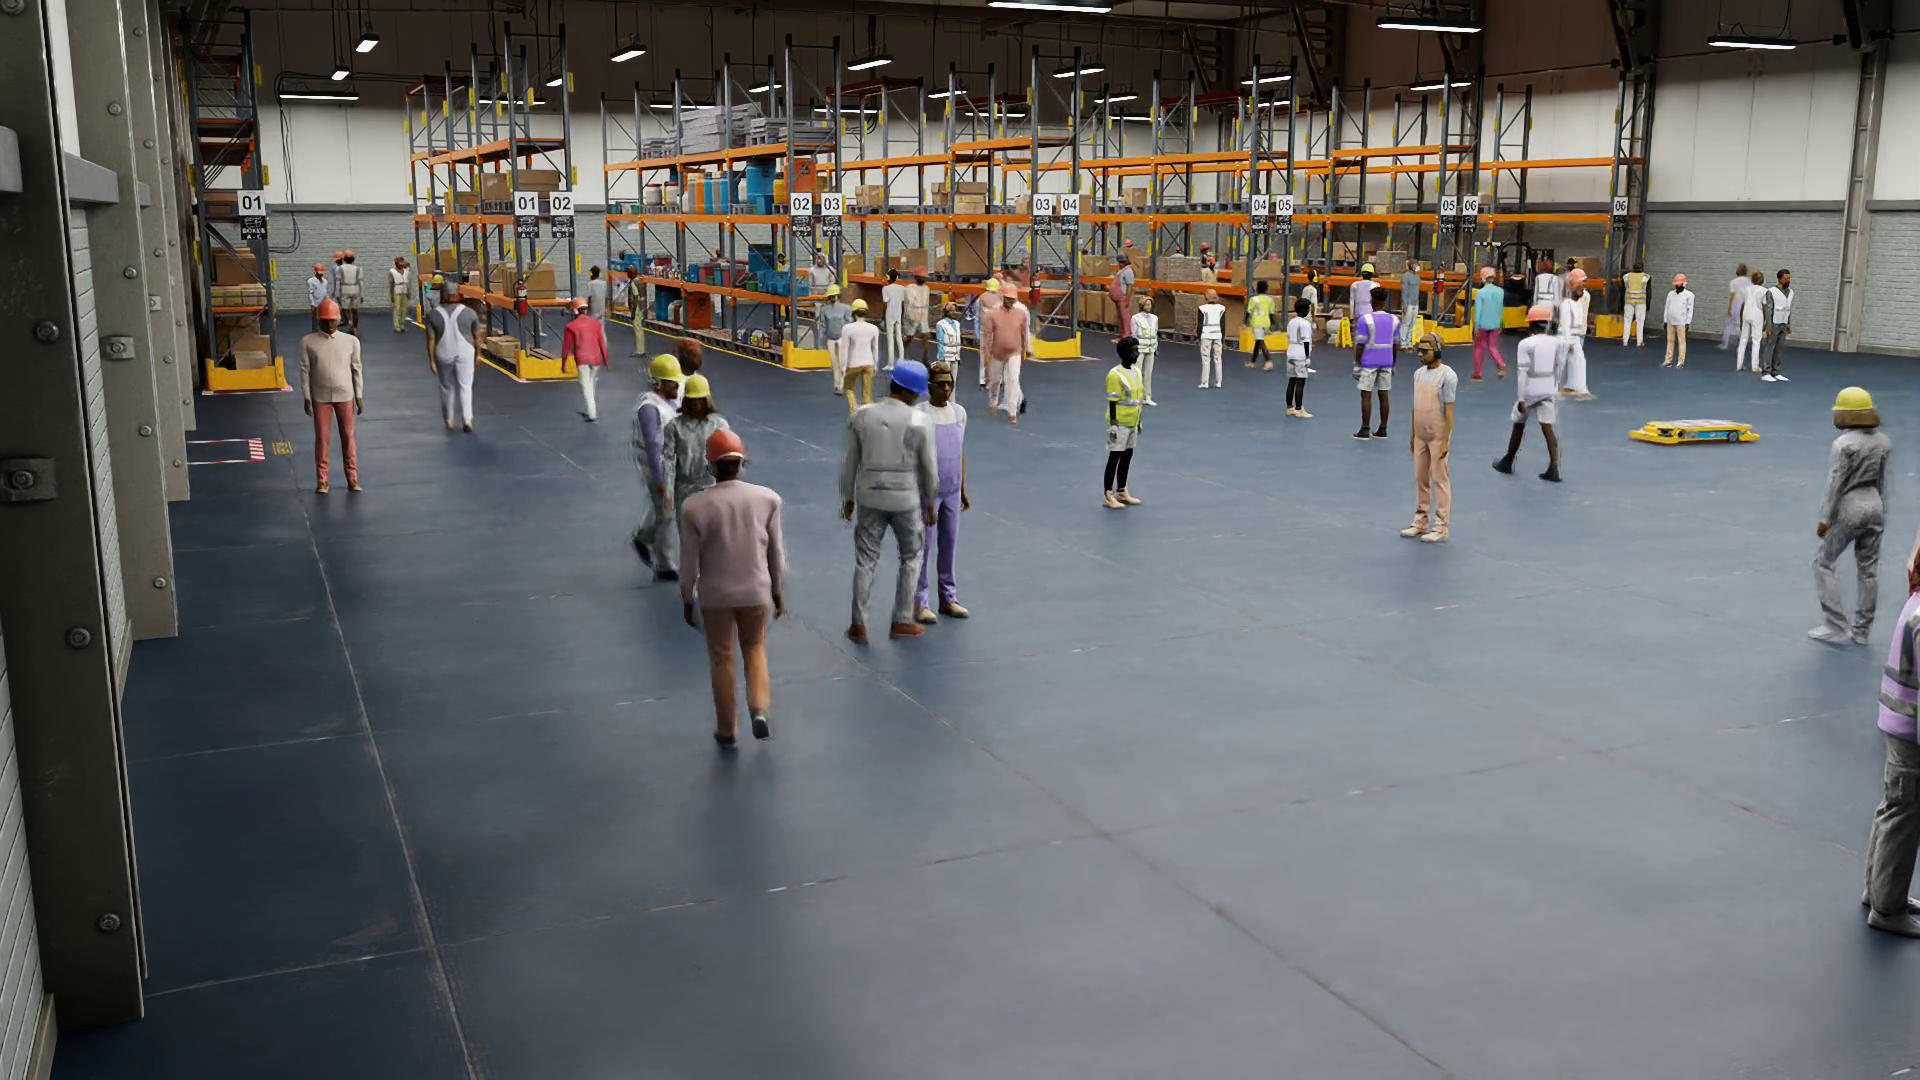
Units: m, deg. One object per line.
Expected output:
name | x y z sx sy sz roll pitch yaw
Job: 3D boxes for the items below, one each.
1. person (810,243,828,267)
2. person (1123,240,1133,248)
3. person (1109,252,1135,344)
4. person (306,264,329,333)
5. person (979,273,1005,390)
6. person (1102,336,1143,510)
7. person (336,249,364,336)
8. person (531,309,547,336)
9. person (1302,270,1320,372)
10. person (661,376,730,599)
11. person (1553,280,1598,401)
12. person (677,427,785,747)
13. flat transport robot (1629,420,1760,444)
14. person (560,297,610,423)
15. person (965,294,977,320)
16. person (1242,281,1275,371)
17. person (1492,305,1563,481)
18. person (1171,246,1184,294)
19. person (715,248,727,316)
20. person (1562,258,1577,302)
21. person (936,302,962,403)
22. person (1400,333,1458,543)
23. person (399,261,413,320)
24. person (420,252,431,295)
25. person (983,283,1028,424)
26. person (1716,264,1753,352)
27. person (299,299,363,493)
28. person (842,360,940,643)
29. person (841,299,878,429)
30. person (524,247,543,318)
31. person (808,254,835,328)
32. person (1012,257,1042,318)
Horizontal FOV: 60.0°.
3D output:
person | -4.482 -8.476 52.894 0.589 1.927 0.388 -3 12 -17
person | 5.317 -8.464 52.581 0.411 2.035 0.601 -6 13 -30
person | 3.548 -5.319 36.565 0.537 2.000 0.674 -2 11 -10
person | -14.240 -5.261 37.021 0.337 1.742 0.562 5 12 24
person | 0.625 -3.385 27.095 0.636 1.903 0.404 0 11 0
person | 1.603 -1.146 16.245 0.320 1.691 0.534 8 14 36
person | -14.240 -5.766 38.866 0.624 2.028 0.571 -5 12 -26
person | -9.952 -5.615 39.097 0.312 1.636 0.518 -8 14 -36
person | 6.337 -3.969 30.206 0.369 1.853 0.531 -1 11 -5
person | -1.920 -0.343 12.150 0.503 1.701 0.904 -2 11 -8
person | 9.412 -3.023 25.378 0.608 1.844 0.877 -9 15 -40
person | -1.223 0.266 8.927 0.585 1.739 0.413 -4 12 -21
flat transport robot | 9.307 -1.382 21.066 1.431 0.197 0.652 -3 12 -15
person | -5.232 -2.493 23.032 0.825 1.708 0.614 11 15 44
person | 0.349 -6.897 44.871 0.584 1.928 0.374 -10 15 -41
person | 5.542 -3.932 30.519 0.534 1.650 0.894 -7 13 -31
person | 6.258 -1.611 18.109 0.556 1.885 0.961 -2 11 -12
person | 7.554 -9.313 57.592 0.573 1.750 0.330 5 12 23
person | -6.749 -7.233 46.686 0.340 1.883 0.586 1 11 5
person | 13.951 -5.501 37.966 0.328 1.861 0.502 -6 13 -29
person | -0.158 -2.535 23.436 0.308 1.641 0.514 7 13 32
person | 4.139 -0.900 14.633 0.342 1.840 0.502 -5 12 -26
person | -15.033 -6.712 44.835 0.602 1.581 0.505 3 12 17
person | -15.265 -7.324 47.489 0.345 1.759 0.519 -5 12 -23
person | 0.621 -2.615 23.120 0.621 1.938 1.084 -1 11 -3
person | 16.141 -4.818 34.598 0.535 1.808 0.872 -1 11 -3
person | -6.482 -1.483 17.187 0.611 1.994 0.379 -5 12 -24
person | -0.478 -0.250 11.178 0.667 1.899 0.451 3 12 16
person | -1.327 -2.293 21.903 0.557 1.747 0.456 -5 12 -24
person | -11.593 -7.017 45.420 0.693 1.959 0.621 10 15 40
person | -3.447 -6.169 41.306 0.636 1.878 0.843 -2 11 -12
person | 1.553 -5.572 38.311 0.655 1.858 0.959 -2 11 -11
